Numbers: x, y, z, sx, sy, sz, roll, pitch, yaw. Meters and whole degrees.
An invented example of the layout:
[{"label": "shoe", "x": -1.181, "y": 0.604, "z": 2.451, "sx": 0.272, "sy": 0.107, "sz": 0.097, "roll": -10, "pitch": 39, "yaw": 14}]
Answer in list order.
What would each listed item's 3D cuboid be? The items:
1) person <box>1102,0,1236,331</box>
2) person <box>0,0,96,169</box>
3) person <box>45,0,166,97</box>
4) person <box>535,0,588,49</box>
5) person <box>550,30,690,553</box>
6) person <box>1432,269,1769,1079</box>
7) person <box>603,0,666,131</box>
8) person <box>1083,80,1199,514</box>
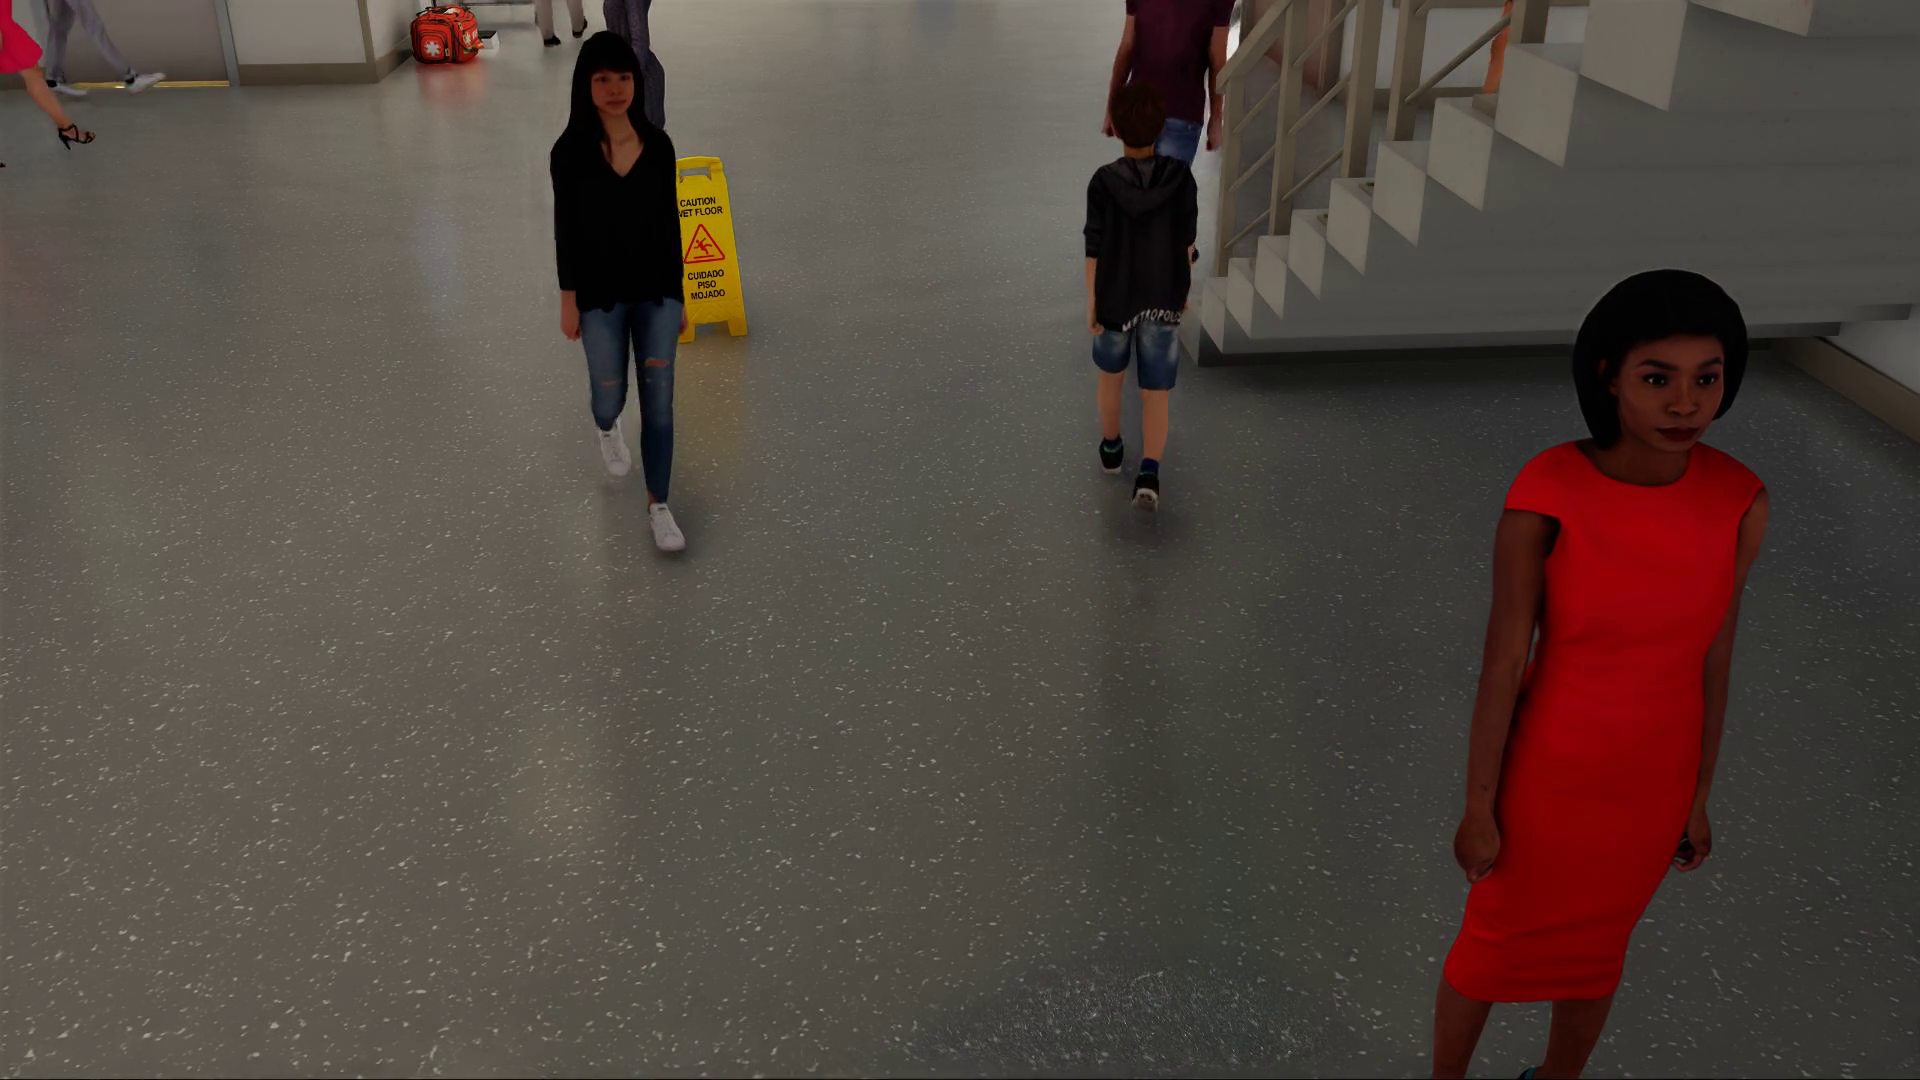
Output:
[{"label": "person", "x": 0.950, "y": -1.897, "z": 7.452, "sx": 1.145, "sy": 1.809, "sz": 1.263, "roll": 16, "pitch": 30, "yaw": 30}, {"label": "person", "x": -5.957, "y": -3.087, "z": 10.062, "sx": 0.959, "sy": 1.685, "sz": 1.072, "roll": 18, "pitch": 31, "yaw": 33}, {"label": "person", "x": -6.551, "y": -4.082, "z": 12.003, "sx": 0.763, "sy": 1.791, "sz": 1.065, "roll": -3, "pitch": 26, "yaw": -7}, {"label": "person", "x": -3.466, "y": -5.010, "z": 13.926, "sx": 0.730, "sy": 1.792, "sz": 1.233, "roll": 1, "pitch": 26, "yaw": 1}, {"label": "person", "x": -1.101, "y": -0.811, "z": 5.408, "sx": 0.752, "sy": 1.628, "sz": 1.030, "roll": -10, "pitch": 28, "yaw": -20}, {"label": "person", "x": 1.028, "y": 0.405, "z": 2.752, "sx": 0.574, "sy": 1.744, "sz": 0.483, "roll": -2, "pitch": 26, "yaw": -4}, {"label": "person", "x": -1.600, "y": -2.273, "z": 8.345, "sx": 0.657, "sy": 1.711, "sz": 0.472, "roll": -4, "pitch": 26, "yaw": -9}, {"label": "person", "x": 0.607, "y": -0.783, "z": 5.588, "sx": 0.622, "sy": 1.420, "sz": 0.984, "roll": 2, "pitch": 26, "yaw": 3}]
